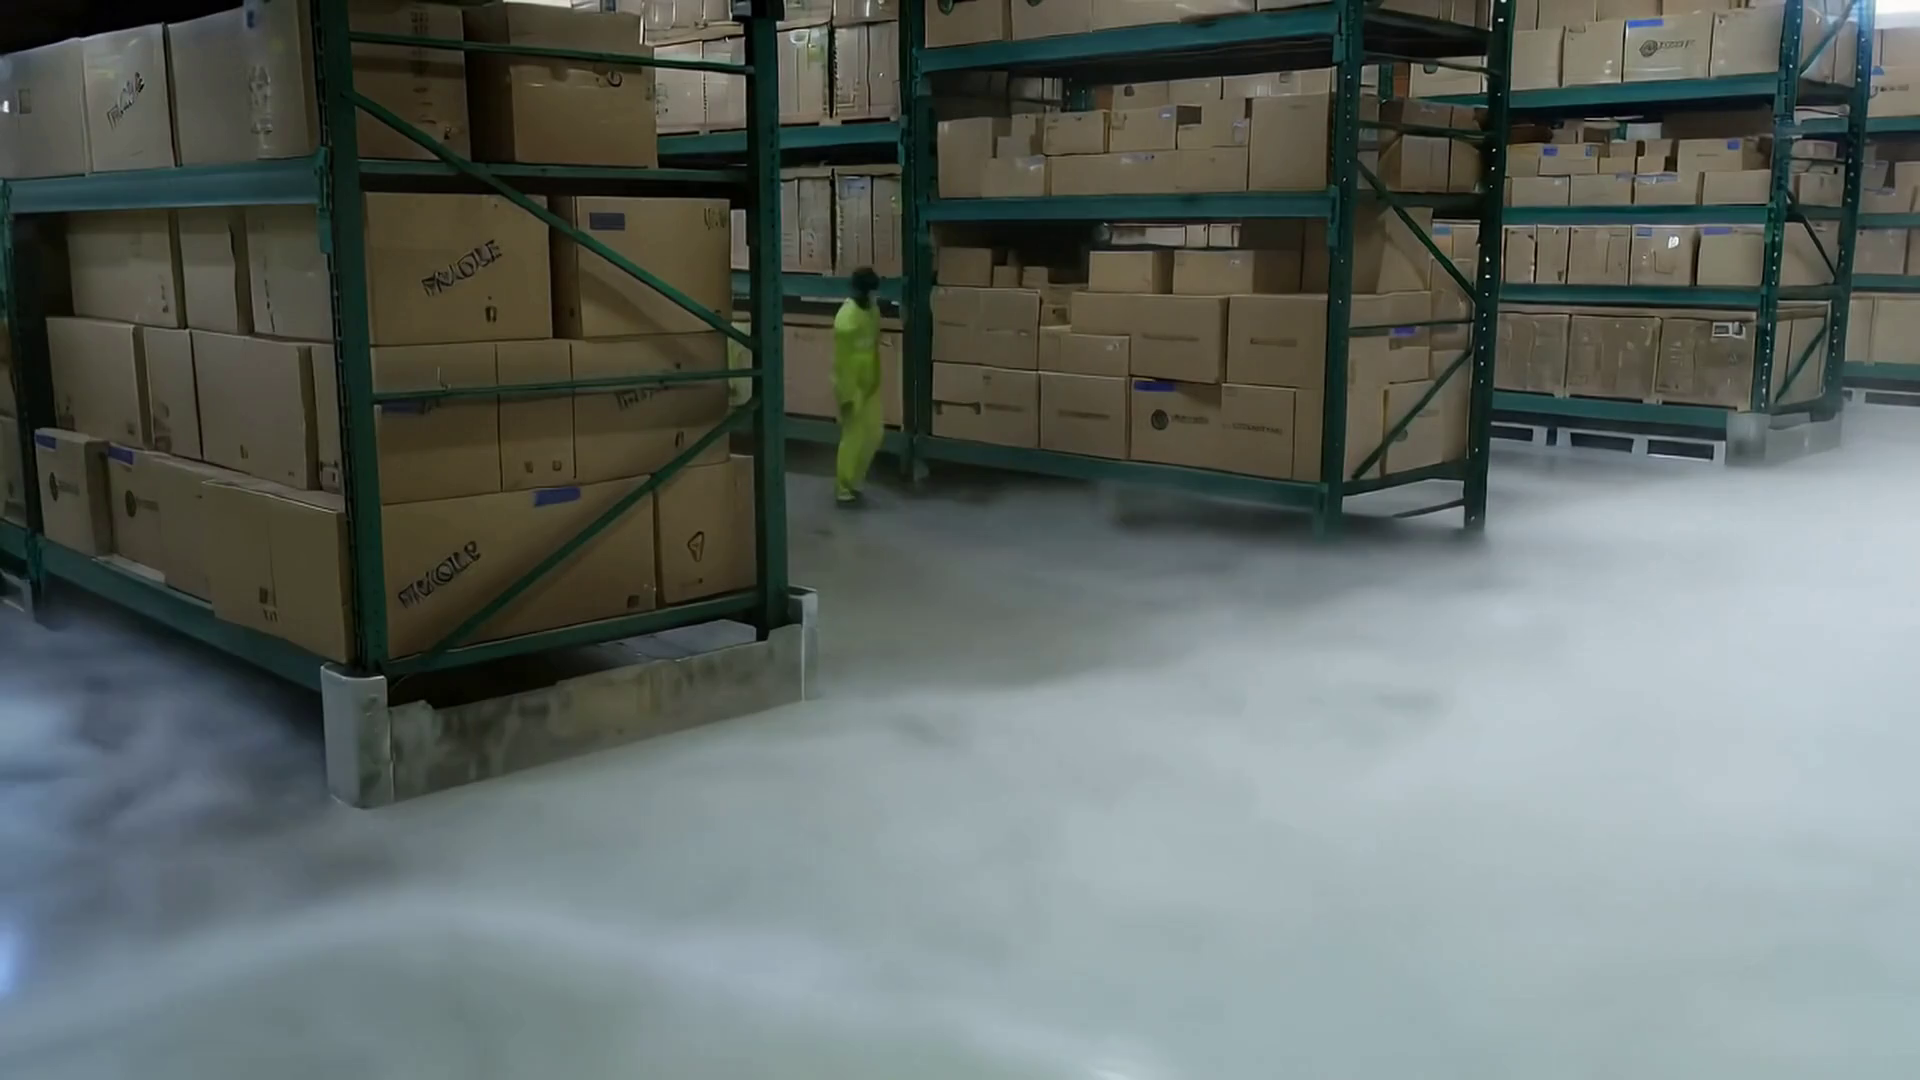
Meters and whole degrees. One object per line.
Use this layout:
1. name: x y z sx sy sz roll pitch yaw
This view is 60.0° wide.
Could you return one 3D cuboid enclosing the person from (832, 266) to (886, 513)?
1. person: -0.776 -1.143 12.762 0.479 1.906 0.657 5 12 26
